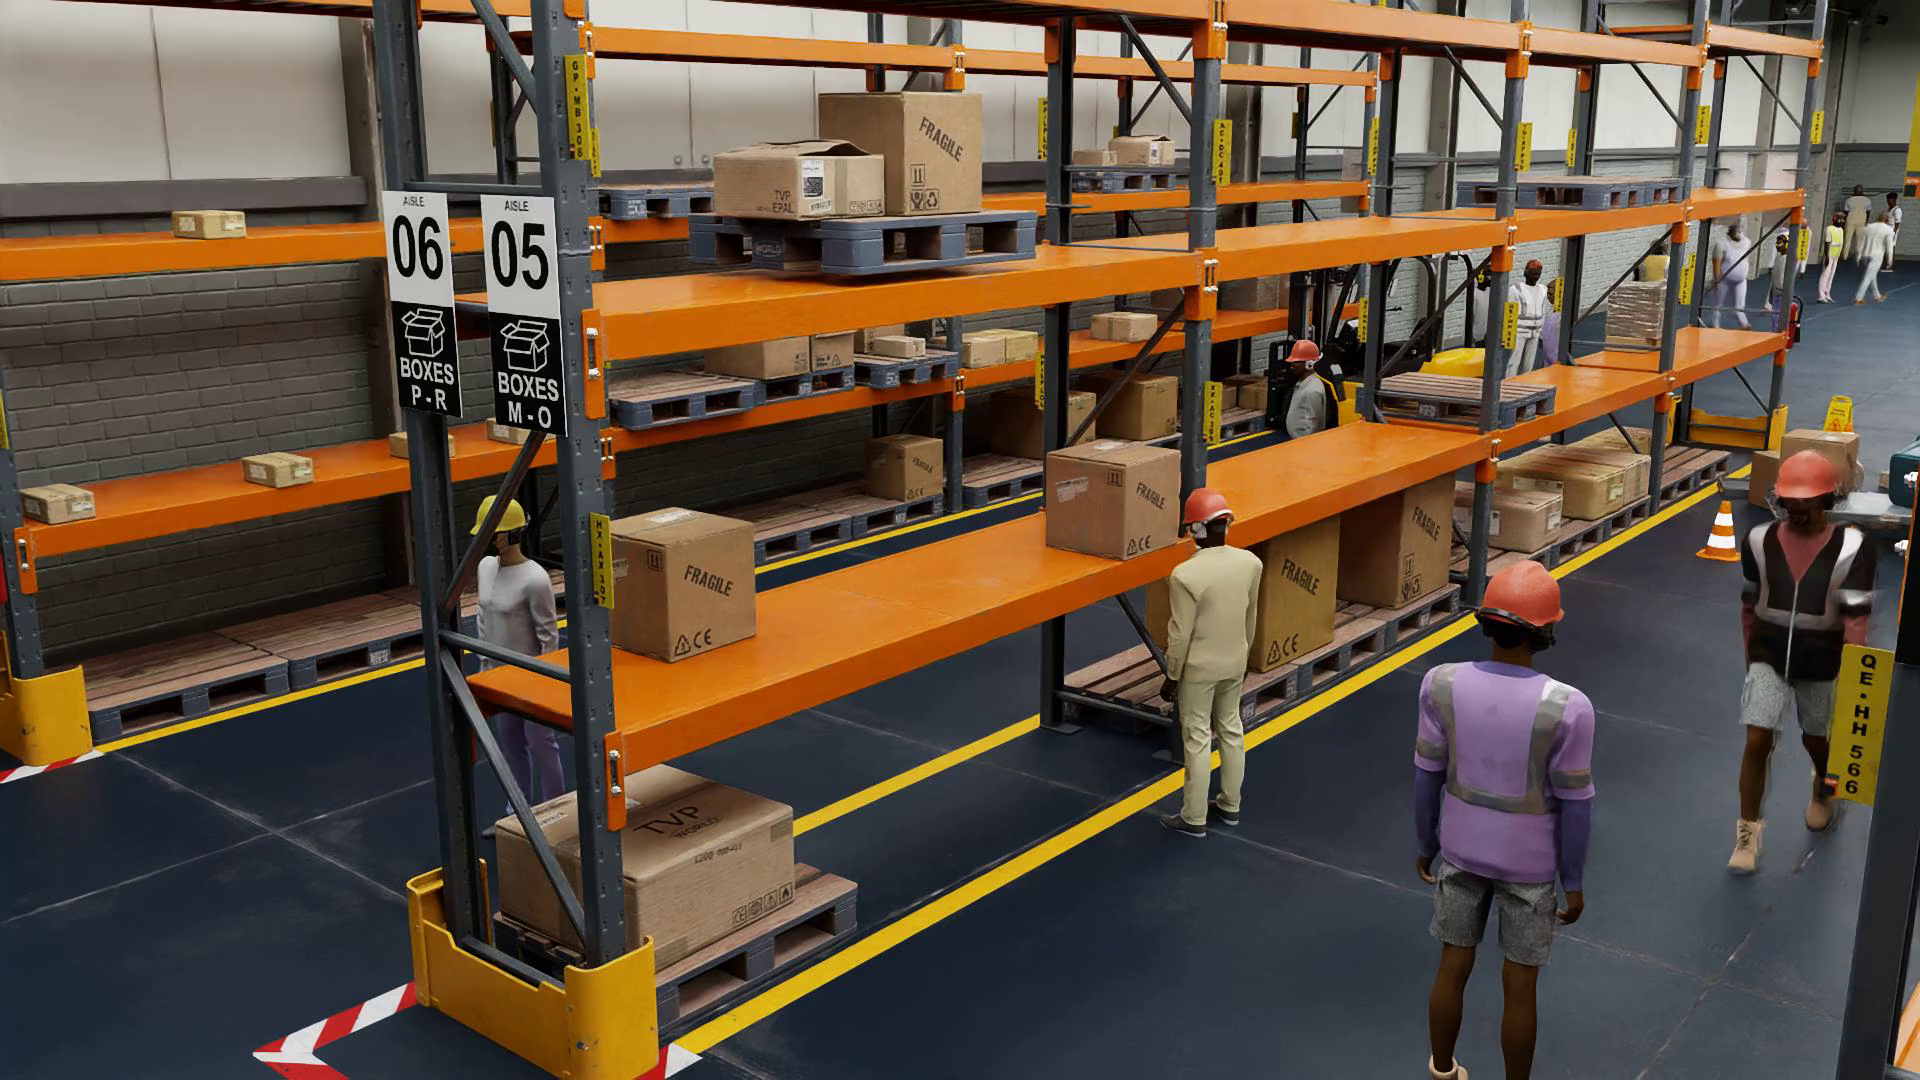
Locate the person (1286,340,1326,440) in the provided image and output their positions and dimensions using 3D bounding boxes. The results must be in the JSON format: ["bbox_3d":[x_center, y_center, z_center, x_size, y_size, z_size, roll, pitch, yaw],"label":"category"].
[{"bbox_3d":[2.883,-0.816,14.008,0.353,1.744,0.563,1,14,2],"label":"person"}]

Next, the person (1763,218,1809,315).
[{"bbox_3d":[15.616,-5.150,31.425,0.625,1.853,0.636,-10,17,-34],"label":"person"}]

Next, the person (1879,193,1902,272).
[{"bbox_3d":[23.194,-7.680,41.506,0.378,1.959,0.600,1,14,4],"label":"person"}]

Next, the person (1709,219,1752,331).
[{"bbox_3d":[13.309,-4.560,28.636,0.702,2.000,1.038,-1,14,-4],"label":"person"}]

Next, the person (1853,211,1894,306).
[{"bbox_3d":[18.437,-5.658,33.428,1.013,1.880,0.637,-5,15,-21],"label":"person"}]

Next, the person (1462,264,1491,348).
[{"bbox_3d":[6.364,-2.462,20.481,0.327,1.861,0.507,10,17,34],"label":"person"}]

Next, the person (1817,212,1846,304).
[{"bbox_3d":[17.707,-5.730,33.816,0.563,1.839,0.392,-11,18,-38],"label":"person"}]

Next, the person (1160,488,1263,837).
[{"bbox_3d":[1.217,0.602,8.231,0.561,1.742,0.337,-9,17,-34],"label":"person"}]

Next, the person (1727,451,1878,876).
[{"bbox_3d":[4.011,0.542,7.943,0.603,2.015,0.956,11,17,37],"label":"person"}]

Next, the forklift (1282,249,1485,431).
[{"bbox_3d":[4.886,-2.214,18.767,2.313,2.155,1.214,11,18,38],"label":"forklift"}]

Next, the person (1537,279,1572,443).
[{"bbox_3d":[6.660,-2.003,18.639,0.344,1.841,0.504,0,14,-2],"label":"person"}]

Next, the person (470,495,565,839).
[{"bbox_3d":[-2.144,0.645,8.008,0.529,1.767,0.329,11,17,37],"label":"person"}]

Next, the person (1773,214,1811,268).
[{"bbox_3d":[16.938,-5.761,33.890,0.642,1.867,0.918,11,18,39],"label":"person"}]

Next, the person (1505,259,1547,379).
[{"bbox_3d":[7.088,-2.564,20.824,0.573,1.887,0.355,-6,15,-22],"label":"person"}]

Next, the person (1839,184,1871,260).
[{"bbox_3d":[24.414,-8.679,45.408,0.684,2.000,0.538,2,14,9],"label":"person"}]

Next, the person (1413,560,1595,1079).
[{"bbox_3d":[1.856,1.067,5.715,0.605,2.045,0.377,11,17,37],"label":"person"}]

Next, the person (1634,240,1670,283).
[{"bbox_3d":[10.745,-3.724,25.755,0.627,1.808,0.657,7,16,28],"label":"person"}]
